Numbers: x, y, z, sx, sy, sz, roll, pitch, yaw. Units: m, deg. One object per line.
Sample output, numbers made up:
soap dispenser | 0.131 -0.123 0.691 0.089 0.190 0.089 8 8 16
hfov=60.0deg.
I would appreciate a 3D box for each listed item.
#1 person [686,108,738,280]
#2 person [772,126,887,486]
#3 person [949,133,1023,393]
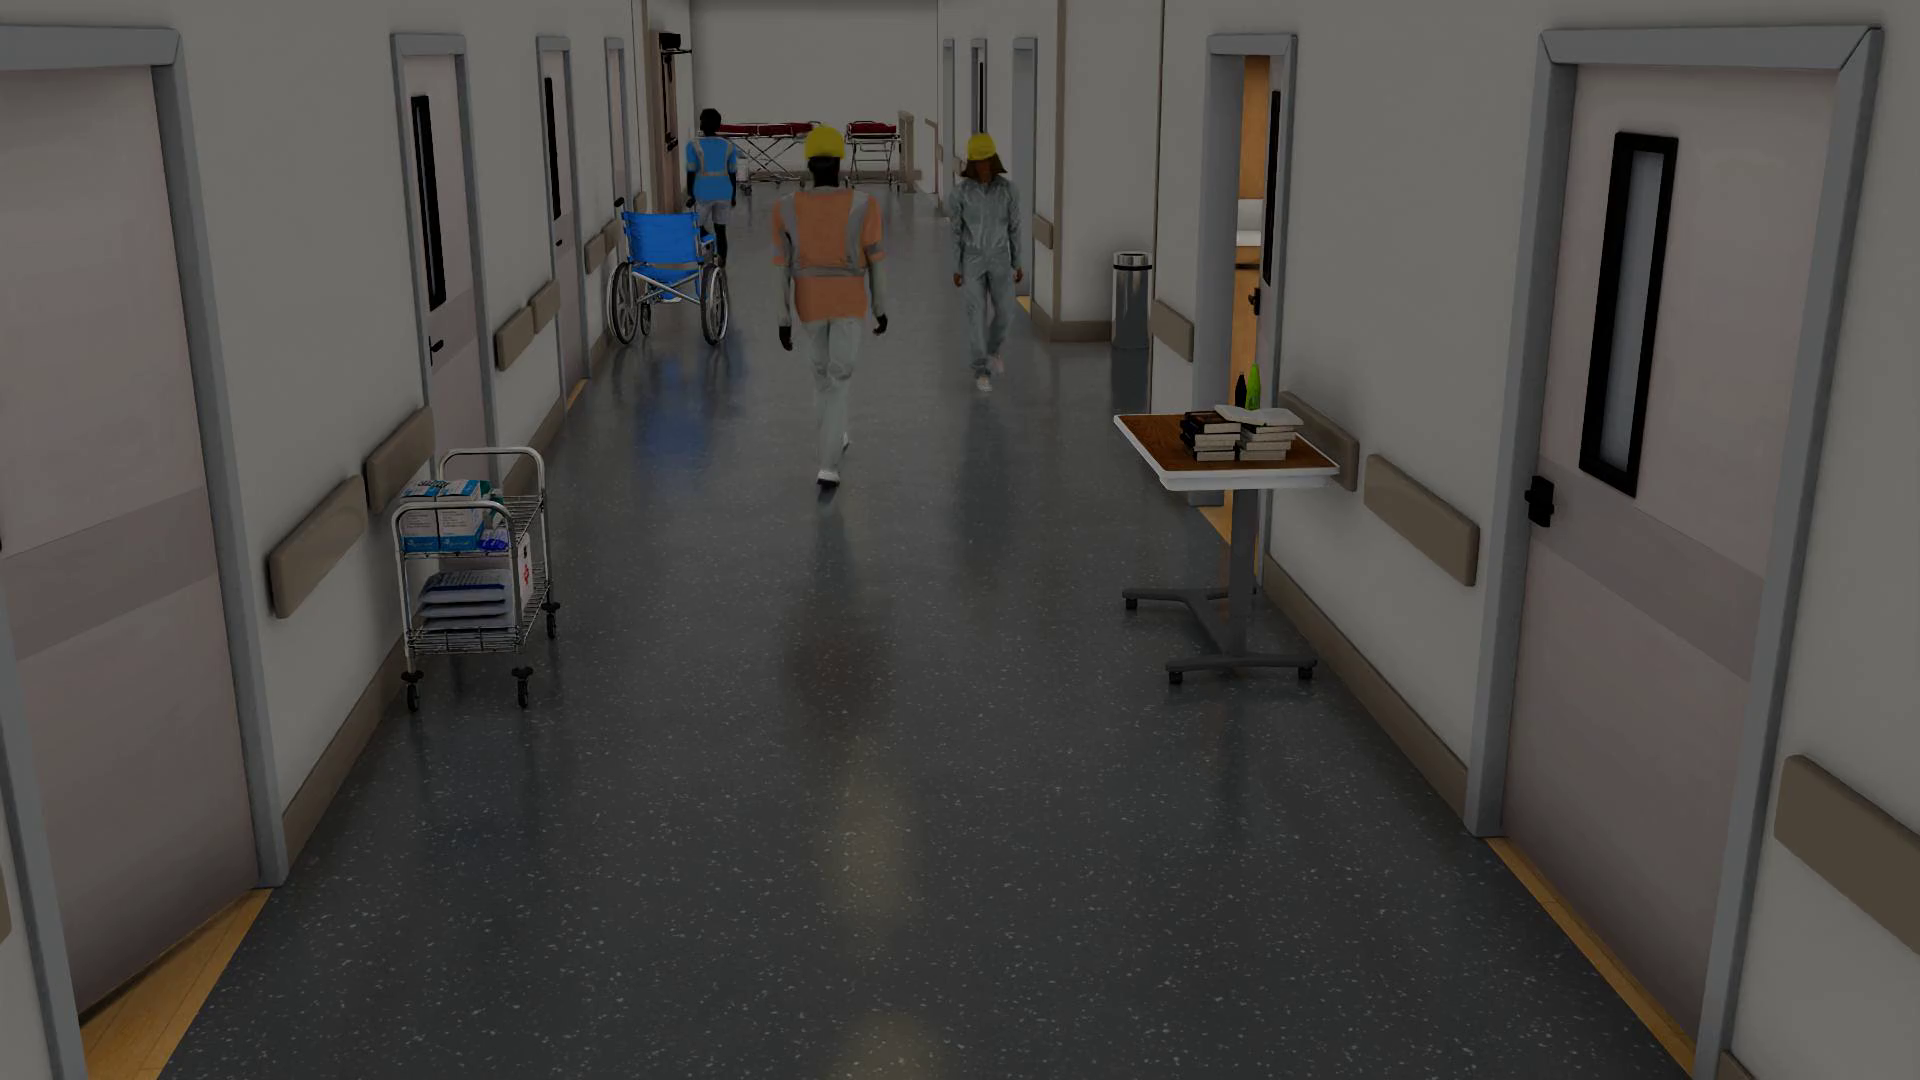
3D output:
person | -2.412 -3.386 16.373 0.544 1.680 0.446 -10 19 -30
person | -0.698 -1.259 8.954 0.588 1.881 1.010 2 17 7
person | 0.172 -1.870 11.246 0.514 1.716 0.443 -3 17 -11
